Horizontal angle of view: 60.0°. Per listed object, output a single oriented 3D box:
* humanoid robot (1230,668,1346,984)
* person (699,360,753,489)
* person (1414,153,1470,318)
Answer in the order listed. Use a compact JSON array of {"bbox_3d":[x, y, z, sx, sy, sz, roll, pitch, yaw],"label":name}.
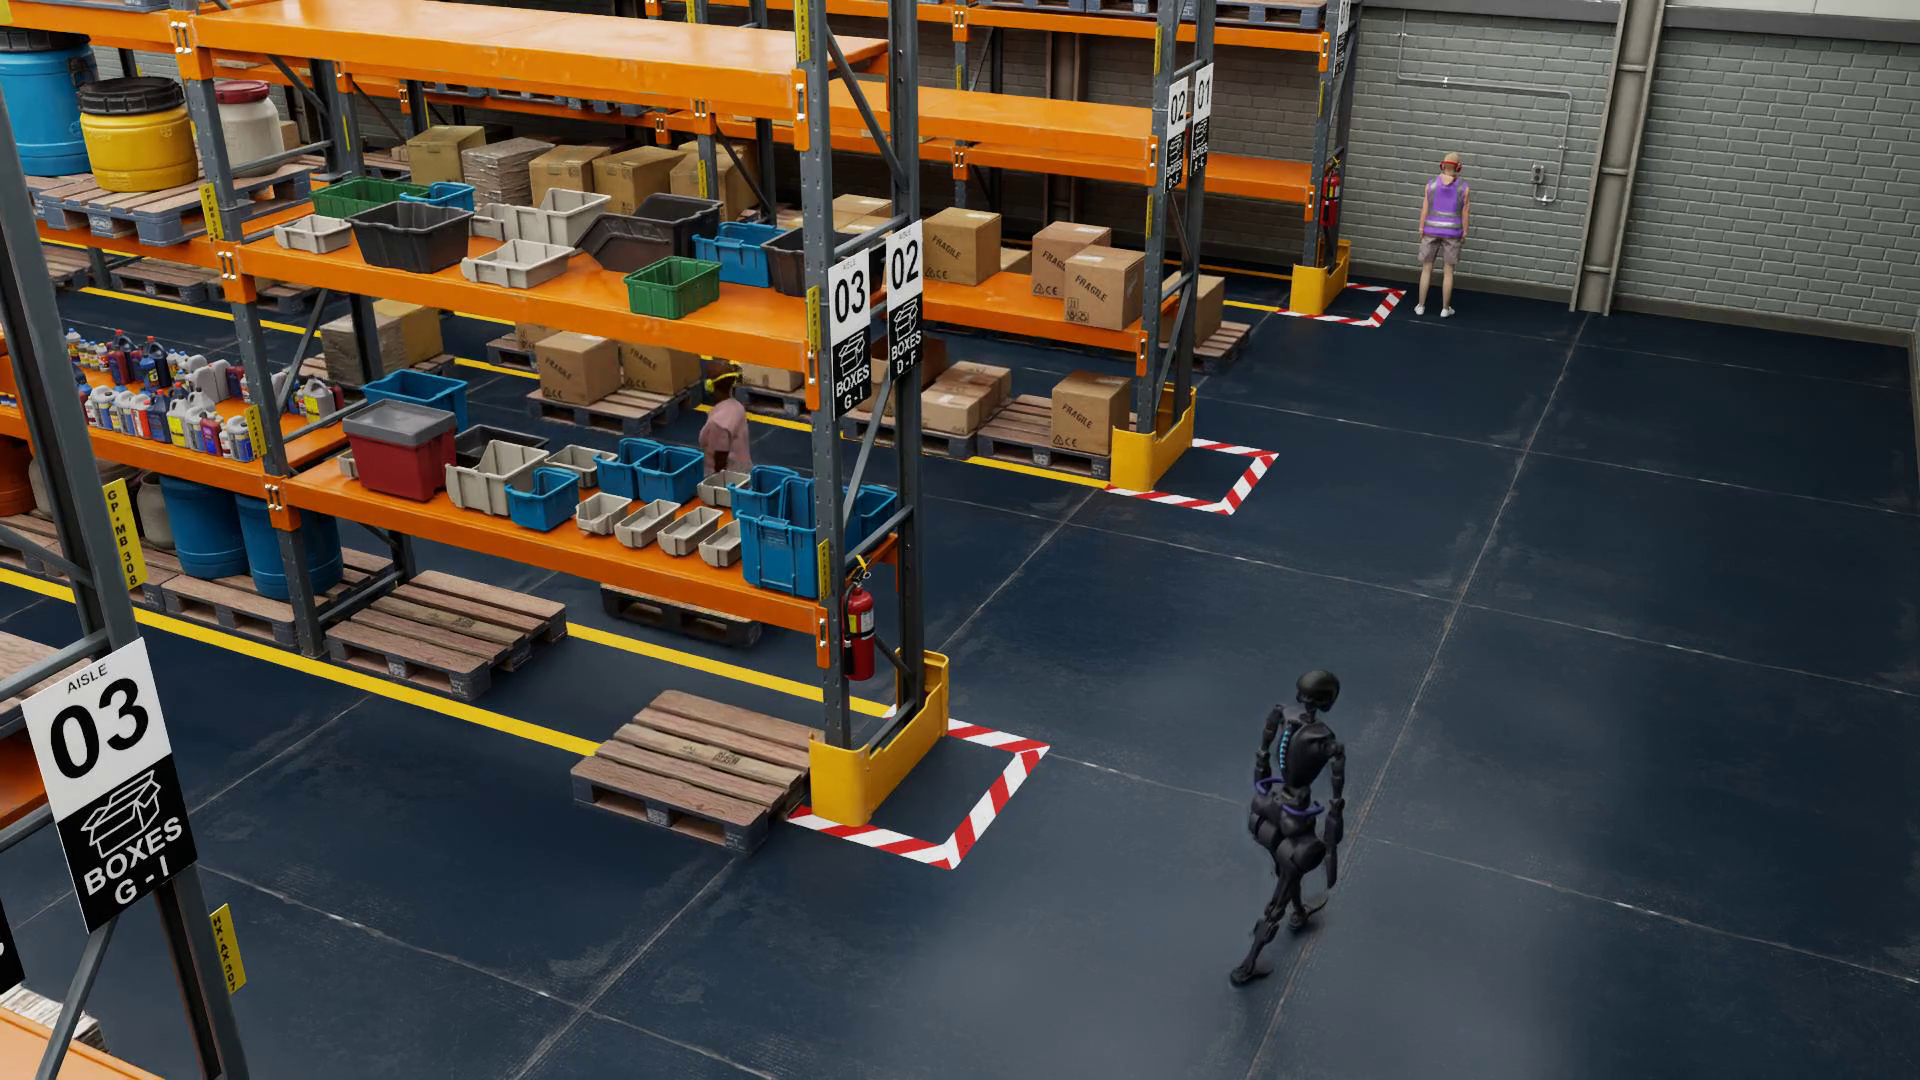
[{"bbox_3d":[1.620,1.349,8.029,0.776,1.617,0.610,-16,30,-29],"label":"humanoid robot"},{"bbox_3d":[-1.577,-0.356,11.320,0.441,1.775,0.508,5,27,10],"label":"person"},{"bbox_3d":[4.922,-3.098,16.972,0.482,1.694,0.345,10,28,19],"label":"person"}]
